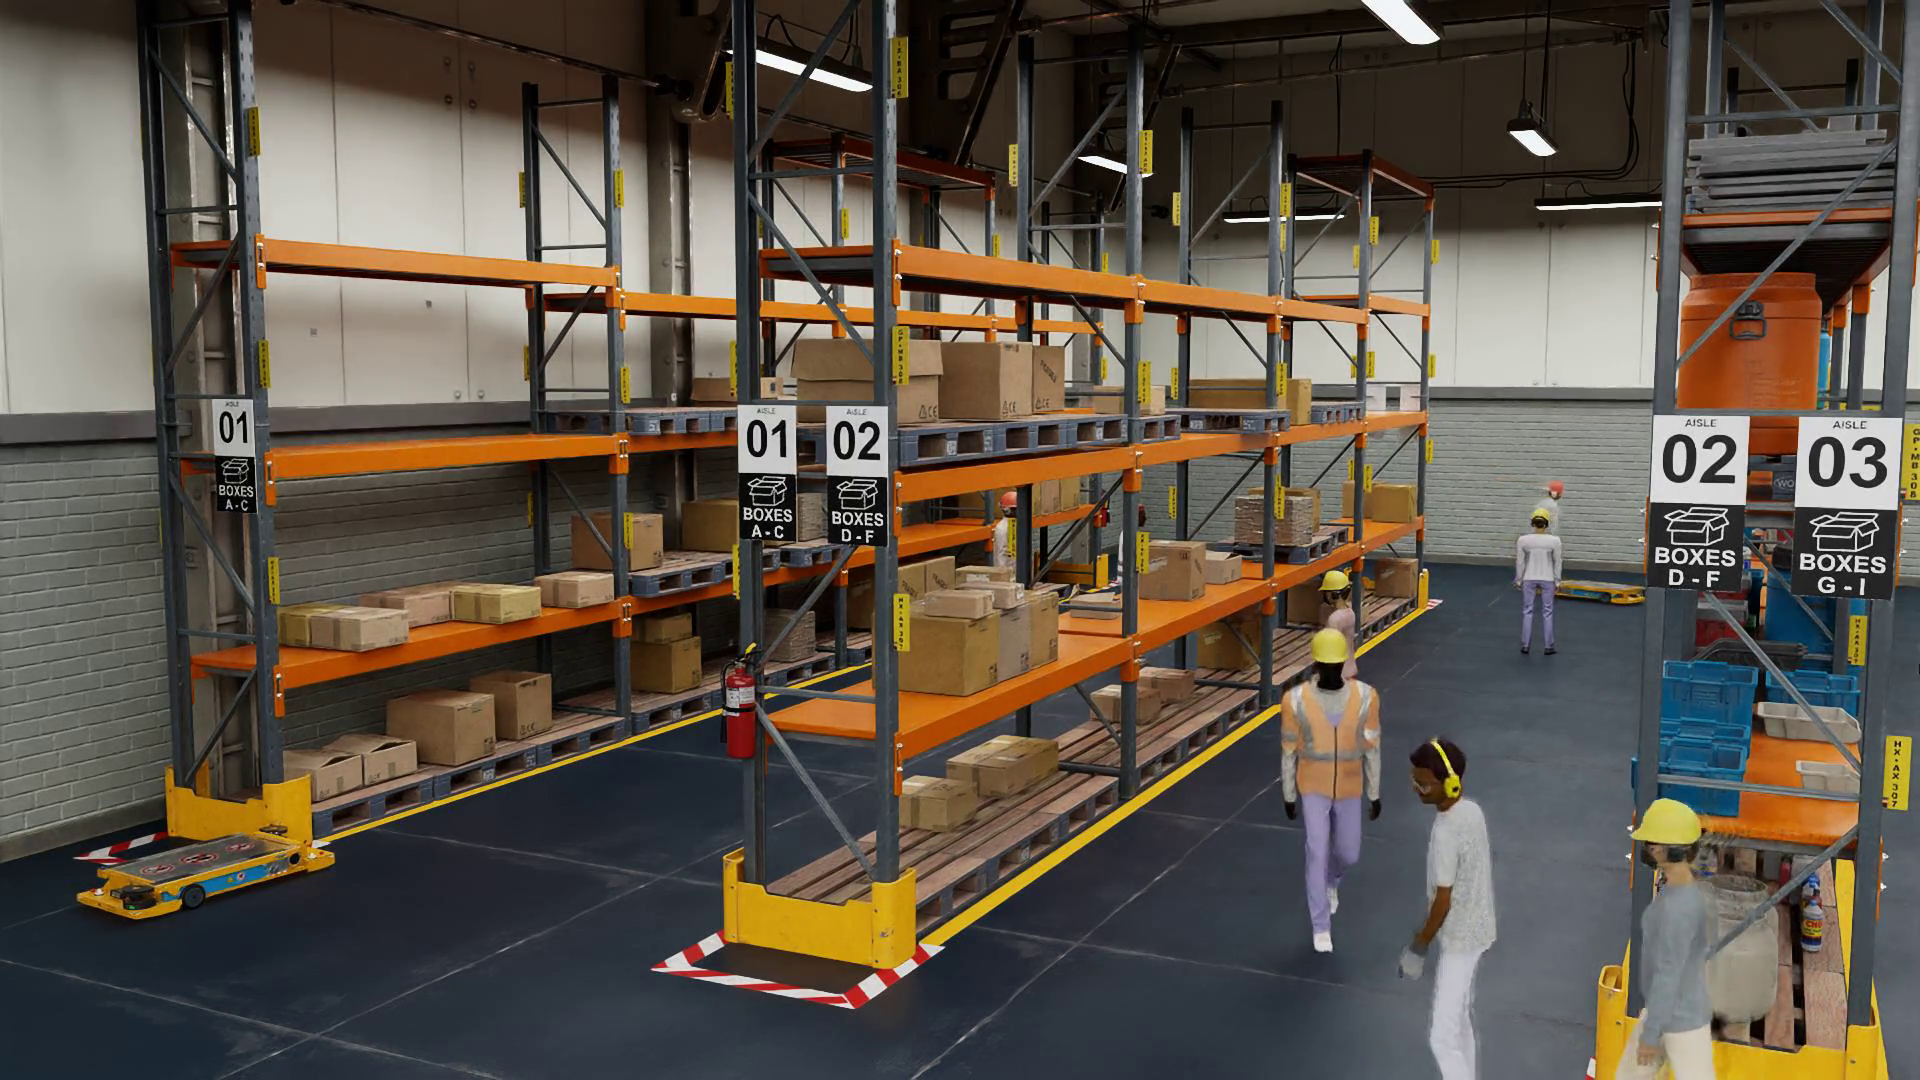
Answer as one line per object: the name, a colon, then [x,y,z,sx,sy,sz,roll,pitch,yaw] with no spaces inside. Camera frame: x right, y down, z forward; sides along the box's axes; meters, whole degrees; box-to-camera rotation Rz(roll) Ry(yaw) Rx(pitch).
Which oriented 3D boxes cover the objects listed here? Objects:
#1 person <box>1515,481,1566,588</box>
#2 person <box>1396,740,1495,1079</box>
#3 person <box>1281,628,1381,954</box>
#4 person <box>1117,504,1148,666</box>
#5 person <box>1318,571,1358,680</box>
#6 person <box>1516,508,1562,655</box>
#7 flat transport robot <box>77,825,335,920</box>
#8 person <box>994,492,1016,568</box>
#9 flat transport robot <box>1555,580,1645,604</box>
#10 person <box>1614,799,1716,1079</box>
person: [9.045,-0.071,25.815,0.843,1.708,0.601,0,6,2]
person: [2.140,1.775,7.275,0.374,1.837,0.866,3,6,24]
person: [2.209,1.451,9.986,0.590,1.911,0.673,0,6,0]
person: [1.996,0.510,19.287,0.342,1.882,0.579,0,6,-1]
person: [3.129,1.133,13.834,0.335,1.762,0.520,3,7,28]
person: [6.955,0.499,19.984,0.523,1.764,0.323,3,7,26]
flat transport robot: [-4.932,2.166,10.941,0.652,0.197,1.431,4,7,33]
person: [0.585,0.422,19.600,0.395,1.993,0.614,2,6,15]
flat transport robot: [9.429,0.758,24.636,0.652,0.197,1.431,-5,8,-40]
person: [2.886,1.889,6.624,0.881,1.731,0.528,2,6,19]
